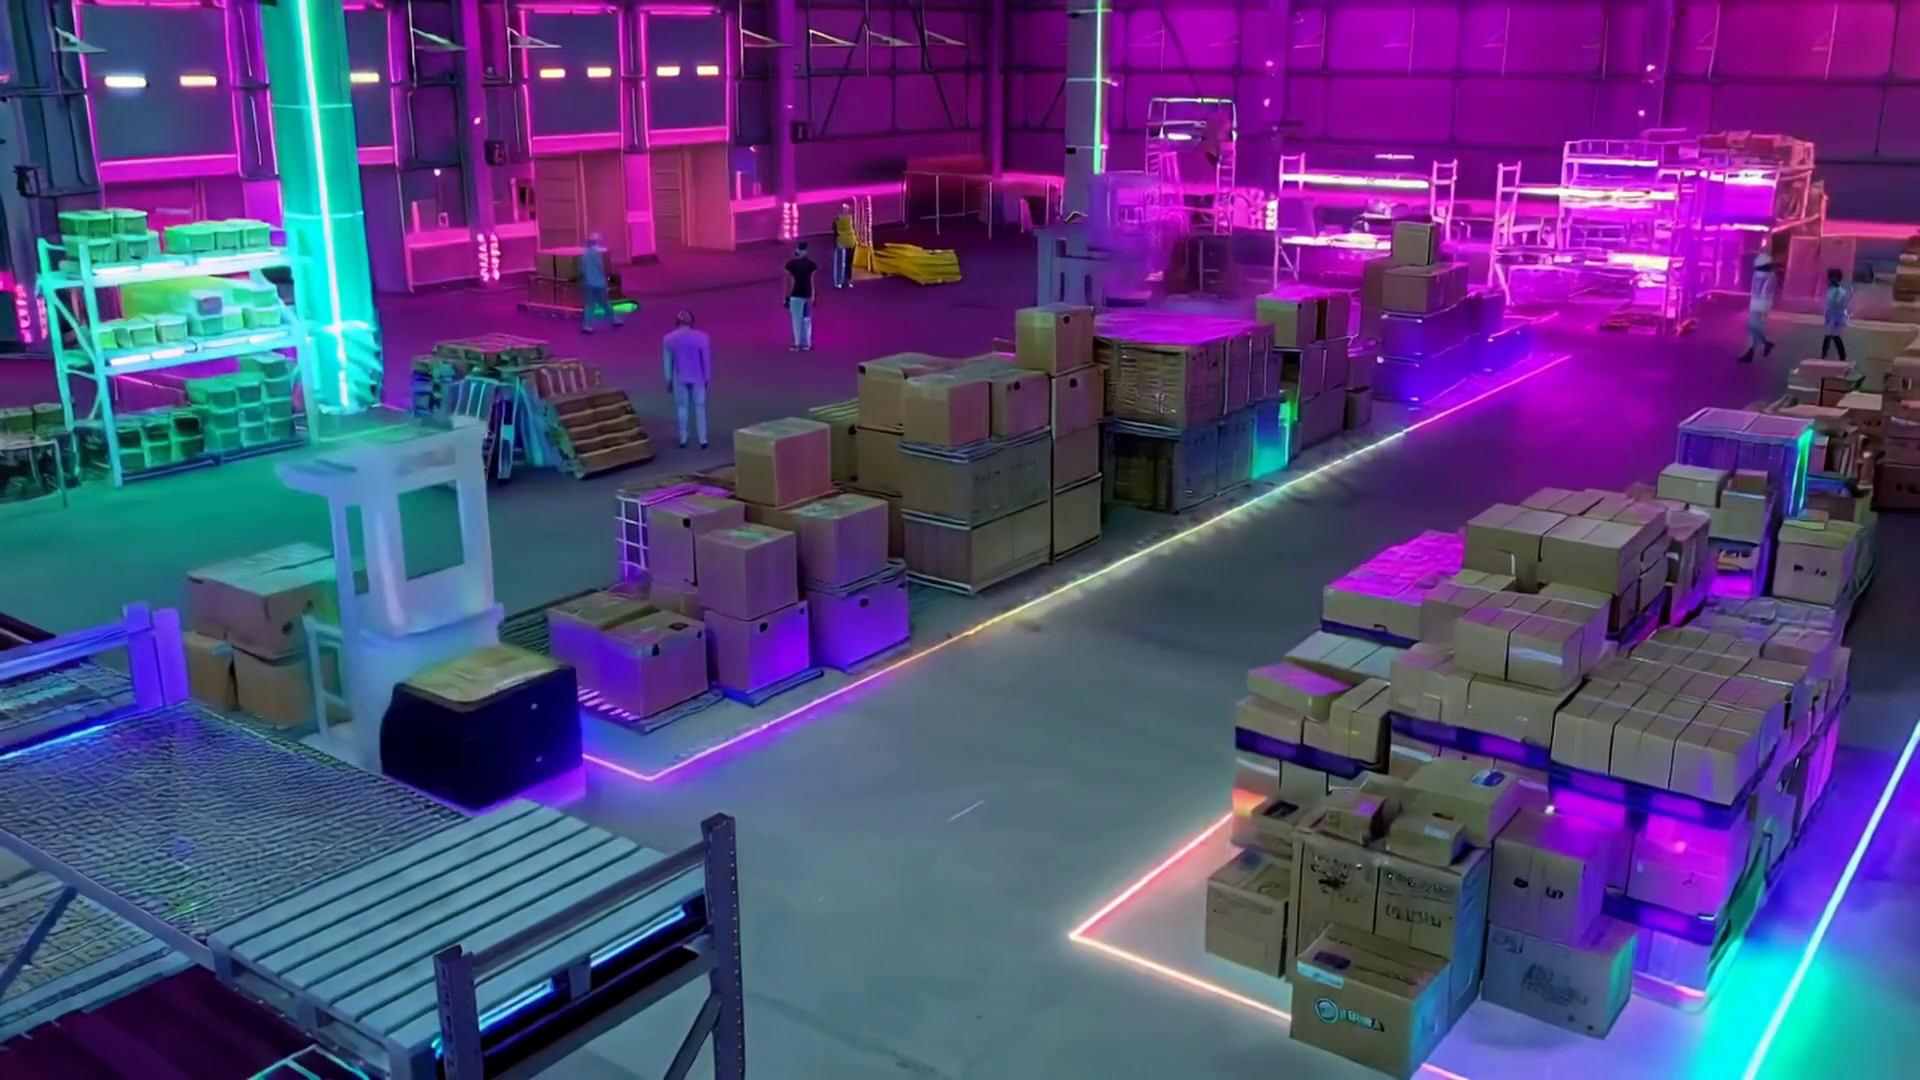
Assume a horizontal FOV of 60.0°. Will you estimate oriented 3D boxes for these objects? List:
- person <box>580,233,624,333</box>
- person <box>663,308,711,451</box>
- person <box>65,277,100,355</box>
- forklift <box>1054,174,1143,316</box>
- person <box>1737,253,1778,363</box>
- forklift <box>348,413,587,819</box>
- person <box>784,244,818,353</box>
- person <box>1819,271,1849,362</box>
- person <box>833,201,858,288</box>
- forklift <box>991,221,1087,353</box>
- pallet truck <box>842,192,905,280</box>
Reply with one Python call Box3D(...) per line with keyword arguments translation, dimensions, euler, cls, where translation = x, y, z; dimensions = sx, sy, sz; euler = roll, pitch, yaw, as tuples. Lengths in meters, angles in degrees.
Box3D(translation=(-6.892, -4.895, 31.692), dimensions=(1.017, 1.871, 0.607), euler=(-15, 22, -40), cls="person")
Box3D(translation=(-3.687, -2.170, 22.570), dimensions=(0.627, 1.936, 0.373), euler=(0, 17, -1), cls="person")
Box3D(translation=(-15.530, -4.148, 29.580), dimensions=(0.527, 1.662, 0.844), euler=(15, 22, 40), cls="person")
Box3D(translation=(2.710, -5.826, 33.065), dimensions=(1.873, 2.768, 1.129), euler=(2, 17, 8), cls="forklift")
Box3D(translation=(13.882, -4.015, 28.723), dimensions=(0.694, 1.914, 0.545), euler=(-5, 18, -17), cls="person")
Box3D(translation=(-3.768, 0.534, 12.006), dimensions=(1.873, 2.768, 1.129), euler=(12, 21, 35), cls="forklift")
Box3D(translation=(-2.829, -4.309, 29.677), dimensions=(0.636, 1.928, 0.380), euler=(-8, 19, -26), cls="person")
Box3D(translation=(14.789, -3.720, 28.158), dimensions=(0.777, 1.650, 0.549), euler=(1, 17, 4), cls="person")
Box3D(translation=(-2.566, -6.634, 37.390), dimensions=(0.584, 1.918, 0.408), euler=(3, 17, 11), cls="person")
Box3D(translation=(1.463, -3.273, 24.612), dimensions=(1.873, 2.768, 1.129), euler=(12, 21, 35), cls="forklift")
Box3D(translation=(-1.936, -7.159, 38.982), dimensions=(1.885, 1.965, 0.823), euler=(-12, 21, -34), cls="pallet truck")
